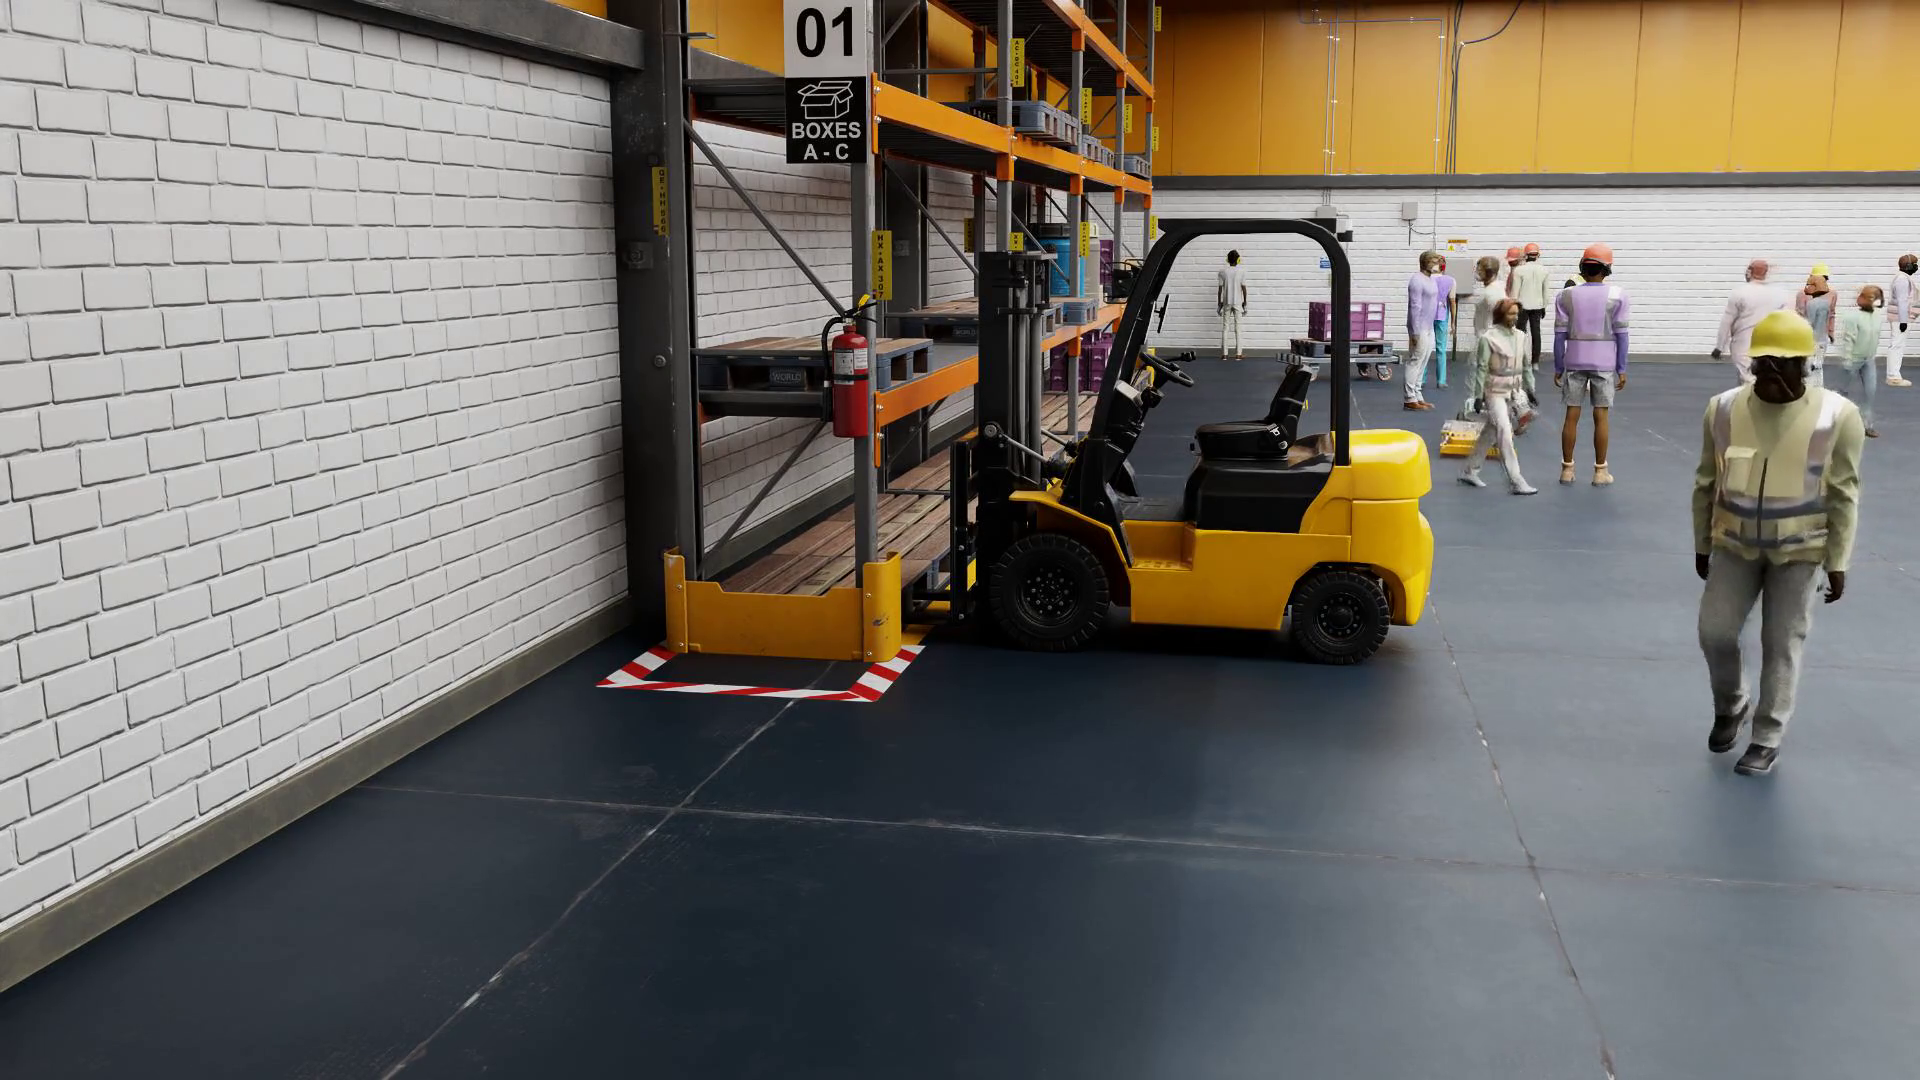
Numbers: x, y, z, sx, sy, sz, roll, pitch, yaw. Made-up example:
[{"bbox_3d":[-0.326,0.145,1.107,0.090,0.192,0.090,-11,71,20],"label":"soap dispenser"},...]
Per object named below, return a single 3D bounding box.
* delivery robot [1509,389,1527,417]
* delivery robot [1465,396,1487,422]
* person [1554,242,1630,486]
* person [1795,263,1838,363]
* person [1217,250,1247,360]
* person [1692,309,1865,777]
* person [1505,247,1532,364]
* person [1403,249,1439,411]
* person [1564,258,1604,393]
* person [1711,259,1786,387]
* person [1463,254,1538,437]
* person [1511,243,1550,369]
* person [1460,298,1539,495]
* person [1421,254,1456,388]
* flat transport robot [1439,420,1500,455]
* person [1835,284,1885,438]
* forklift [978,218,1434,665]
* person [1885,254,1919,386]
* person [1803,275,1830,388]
[{"bbox_3d":[6.037,-1.569,18.366,0.477,0.478,0.707,2,10,9],"label":"delivery robot"},{"bbox_3d":[5.444,-1.380,17.330,0.477,0.478,0.707,3,11,17],"label":"delivery robot"},{"bbox_3d":[5.309,-1.473,14.015,0.606,2.044,0.374,6,12,30],"label":"person"},{"bbox_3d":[10.759,-2.596,20.934,0.533,1.767,0.325,0,10,-2],"label":"person"},{"bbox_3d":[4.631,-3.991,28.291,0.521,1.874,0.328,3,11,17],"label":"person"},{"bbox_3d":[3.131,0.021,6.438,0.606,1.815,0.425,8,13,38],"label":"person"},{"bbox_3d":[8.935,-3.797,27.075,0.981,1.923,0.648,1,10,3],"label":"person"},{"bbox_3d":[5.577,-2.526,20.079,0.353,1.936,0.635,6,12,32],"label":"person"},{"bbox_3d":[8.367,-2.877,22.267,0.626,1.844,0.429,-5,11,-25],"label":"person"},{"bbox_3d":[8.507,-2.082,17.889,0.640,1.861,1.009,-3,11,-14],"label":"person"},{"bbox_3d":[5.533,-1.993,17.222,0.889,1.914,0.636,3,11,18],"label":"person"},{"bbox_3d":[8.976,-3.682,26.257,0.619,1.994,0.381,-2,10,-9],"label":"person"},{"bbox_3d":[4.458,-1.184,13.660,0.529,1.593,0.861,-7,12,-33],"label":"person"},{"bbox_3d":[6.565,-3.020,23.032,0.570,1.844,0.379,4,11,22],"label":"person"},{"bbox_3d":[5.082,-1.013,16.350,0.652,0.197,1.431,3,11,18],"label":"flat transport robot"},{"bbox_3d":[9.445,-1.905,17.583,0.510,1.604,0.742,-3,11,-18],"label":"person"},{"bbox_3d":[1.285,-0.567,8.635,2.313,2.155,1.214,2,11,11],"label":"forklift"},{"bbox_3d":[13.310,-3.098,23.470,0.429,1.847,0.625,5,11,25],"label":"person"},{"bbox_3d":[10.225,-2.353,19.961,0.498,1.634,0.281,-9,14,-41],"label":"person"}]
